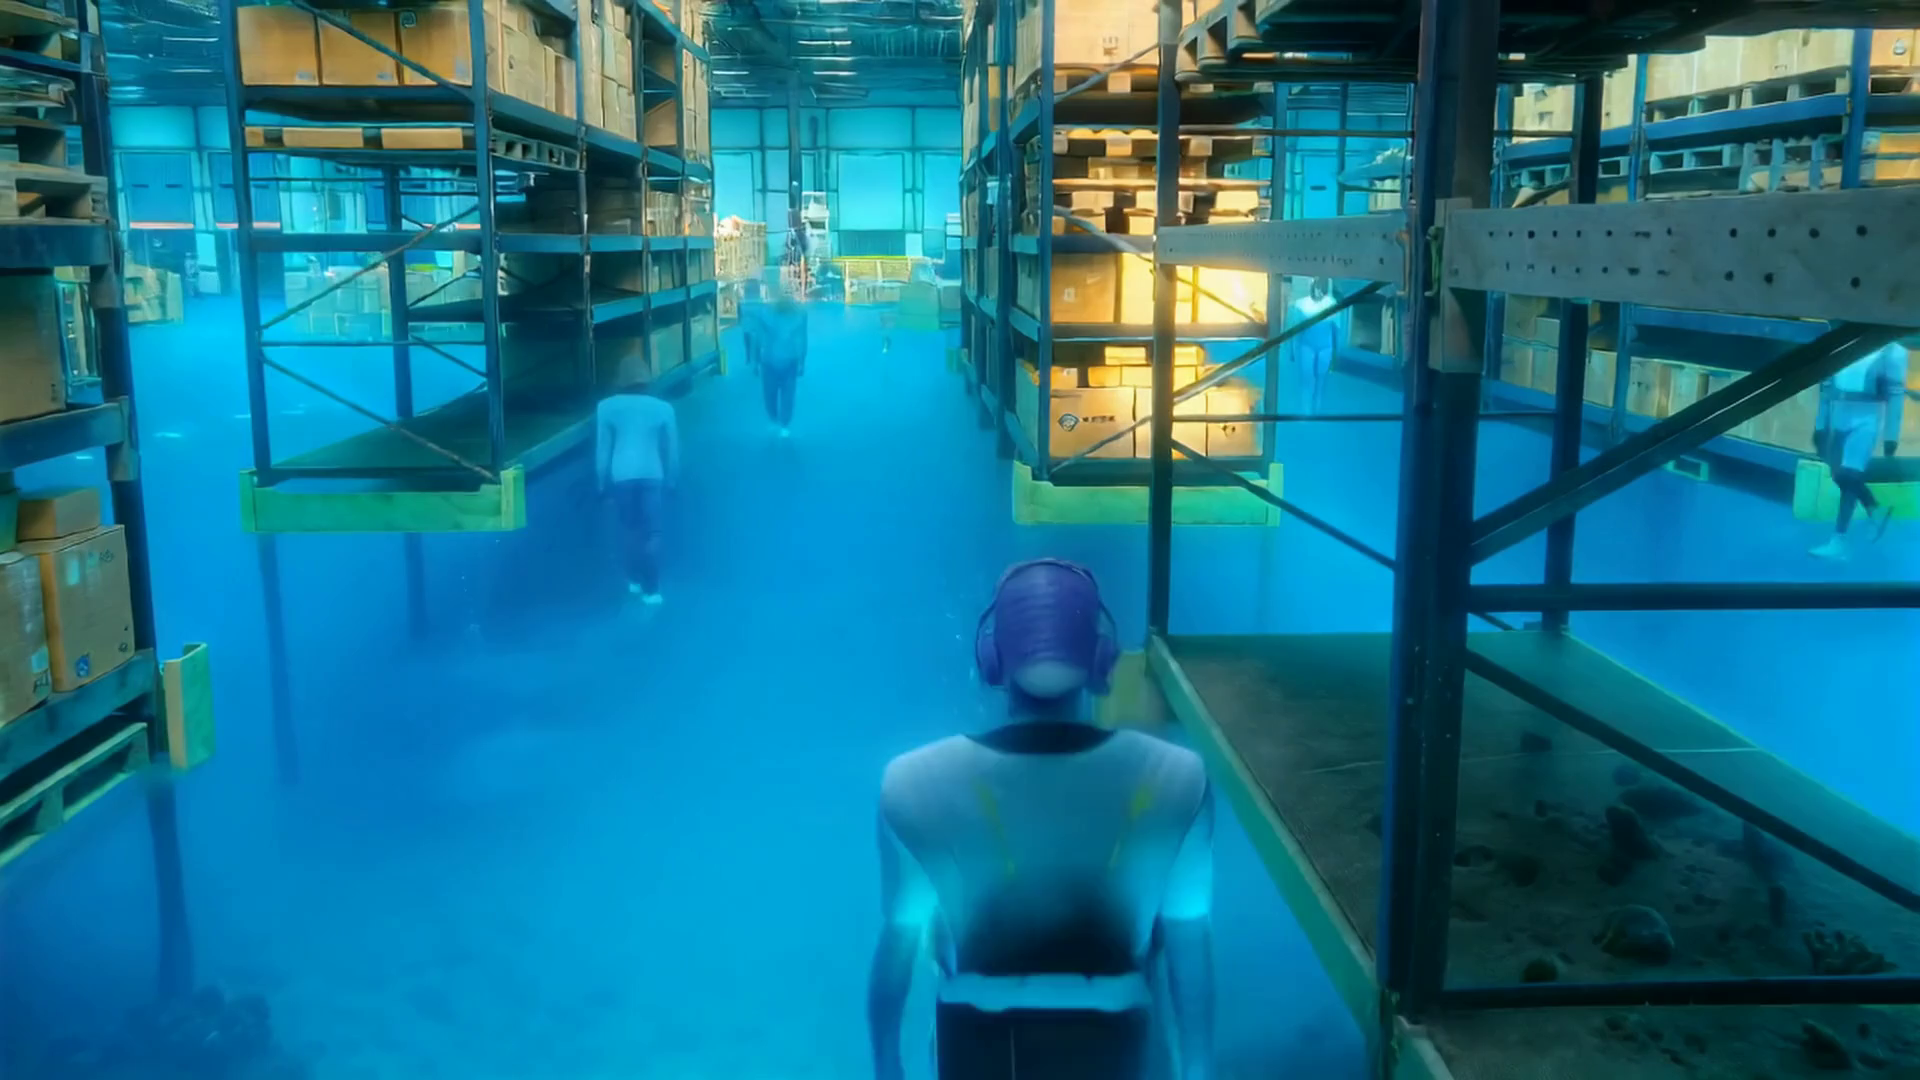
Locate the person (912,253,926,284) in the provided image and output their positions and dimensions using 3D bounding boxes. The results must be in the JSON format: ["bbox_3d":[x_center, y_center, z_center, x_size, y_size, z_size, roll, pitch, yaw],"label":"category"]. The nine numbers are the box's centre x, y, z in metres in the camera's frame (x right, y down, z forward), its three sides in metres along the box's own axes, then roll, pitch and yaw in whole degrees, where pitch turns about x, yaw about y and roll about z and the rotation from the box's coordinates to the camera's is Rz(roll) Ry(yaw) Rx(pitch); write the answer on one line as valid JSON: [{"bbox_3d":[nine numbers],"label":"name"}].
[{"bbox_3d":[-1.419,-9.071,58.288,0.629,1.936,0.374,8,13,39],"label":"person"}]

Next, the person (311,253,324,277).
[{"bbox_3d":[-26.010,-10.699,67.444,0.480,1.901,0.641,-4,11,-21],"label":"person"}]

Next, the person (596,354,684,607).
[{"bbox_3d":[-2.056,-0.382,10.711,0.517,1.624,0.431,1,10,4],"label":"person"}]

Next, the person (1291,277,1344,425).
[{"bbox_3d":[4.607,-2.443,21.455,0.652,1.902,0.842,2,10,8],"label":"person"}]

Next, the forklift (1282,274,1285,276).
[{"bbox_3d":[11.395,-10.054,61.131,1.873,2.768,1.129,-4,11,-19],"label":"forklift"}]

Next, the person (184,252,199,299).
[{"bbox_3d":[-31.166,-10.709,67.453,0.569,1.921,0.550,3,10,14],"label":"person"}]

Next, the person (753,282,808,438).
[{"bbox_3d":[-2.171,-2.188,20.136,0.667,1.869,0.777,-1,10,-7],"label":"person"}]

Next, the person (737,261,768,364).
[{"bbox_3d":[-3.986,-4.362,31.973,0.612,1.961,0.368,-4,11,-21],"label":"person"}]

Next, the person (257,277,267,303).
[{"bbox_3d":[-26.818,-9.873,63.316,0.863,1.725,0.542,-1,10,-7],"label":"person"}]

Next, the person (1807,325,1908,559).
[{"bbox_3d":[6.741,-0.871,12.391,0.883,2.022,0.611,-3,11,-19],"label":"person"}]

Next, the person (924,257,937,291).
[{"bbox_3d":[-0.989,-8.358,54.606,0.512,1.840,0.340,8,13,36],"label":"person"}]

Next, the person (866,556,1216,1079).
[{"bbox_3d":[0.128,0.914,3.004,0.594,1.804,0.907,-1,10,-5],"label":"person"}]
